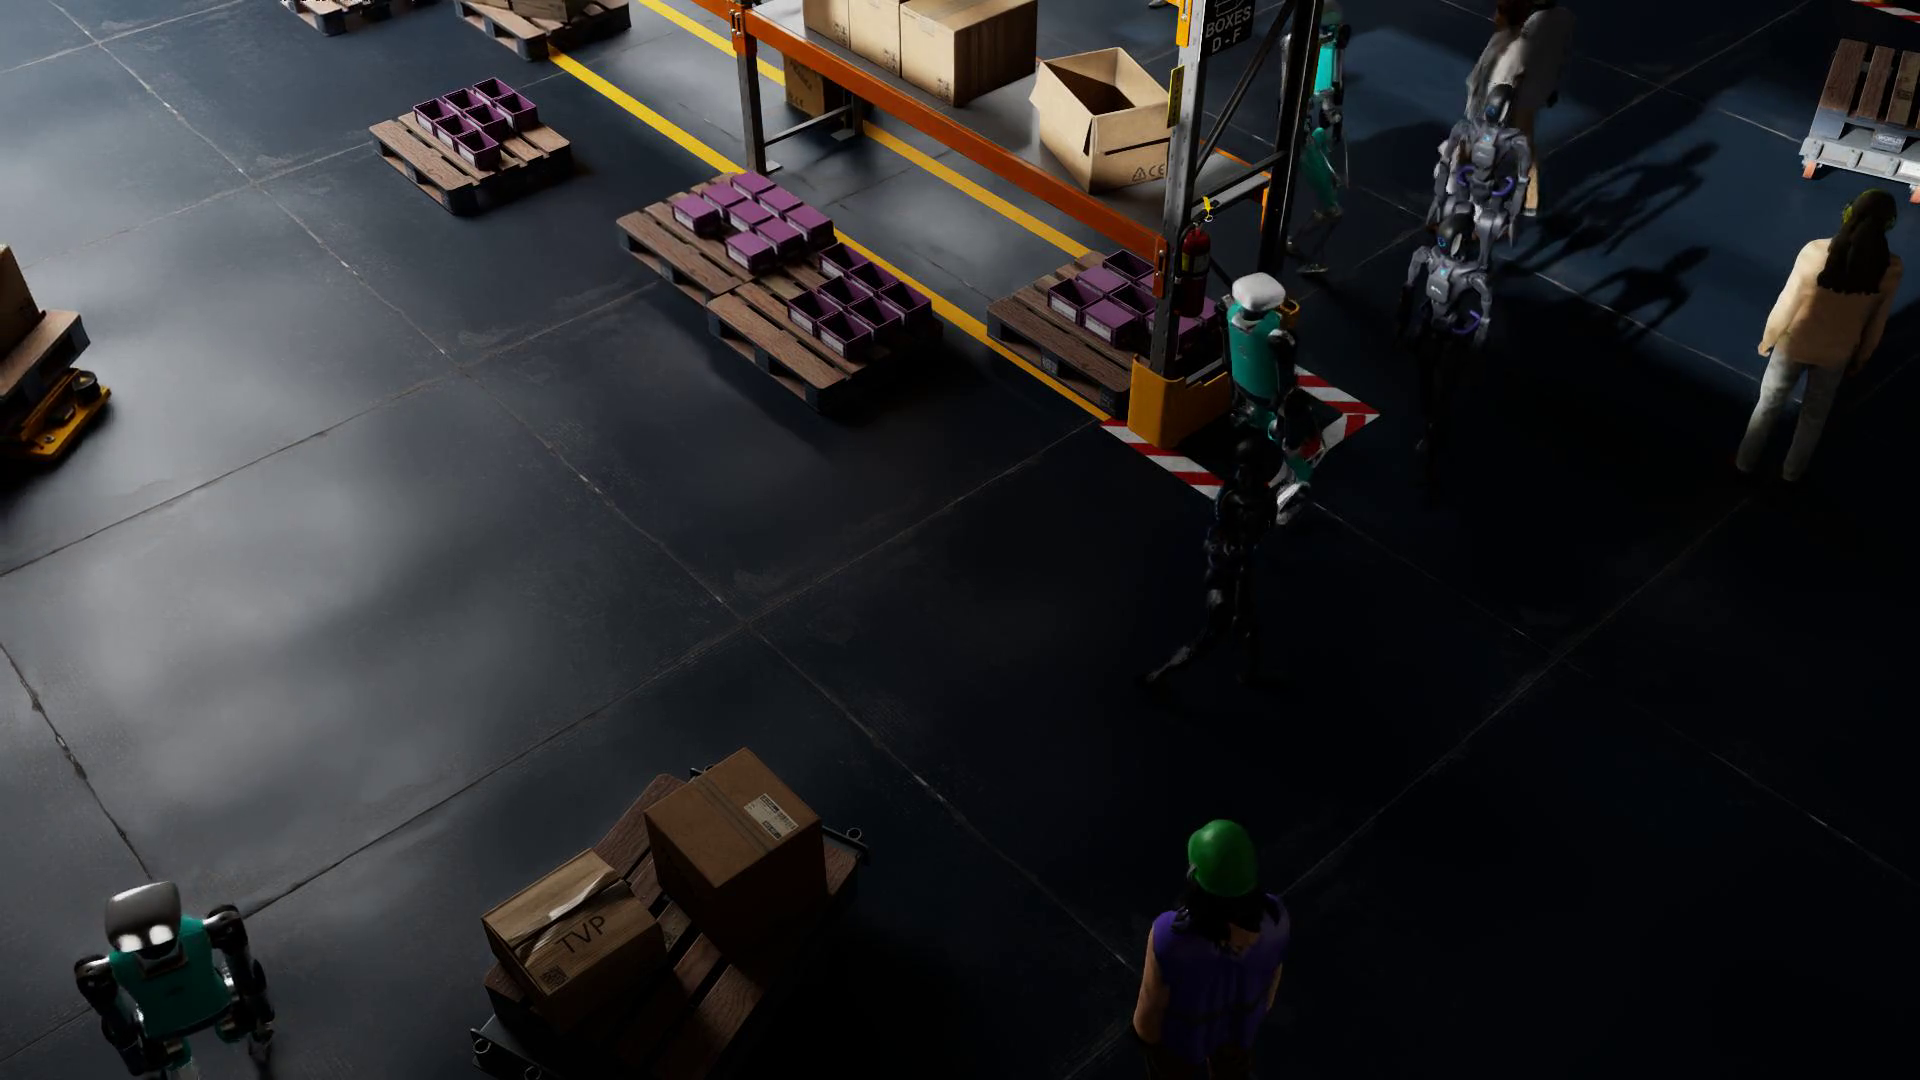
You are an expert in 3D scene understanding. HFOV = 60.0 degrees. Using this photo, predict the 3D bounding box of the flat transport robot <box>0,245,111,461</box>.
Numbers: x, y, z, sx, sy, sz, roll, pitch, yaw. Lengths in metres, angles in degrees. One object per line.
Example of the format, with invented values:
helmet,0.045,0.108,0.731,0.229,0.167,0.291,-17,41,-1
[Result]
flat transport robot,-5.941,-0.798,9.963,1.431,0.231,0.659,6,43,6

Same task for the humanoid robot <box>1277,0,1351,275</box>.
humanoid robot,2.405,-2.542,10.773,0.563,1.764,0.828,-24,48,-24

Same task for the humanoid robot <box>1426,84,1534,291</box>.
humanoid robot,3.272,-2.137,10.410,0.610,1.633,0.732,24,48,24

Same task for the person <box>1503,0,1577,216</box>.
person,3.825,-3.124,11.425,0.579,1.703,0.880,-29,50,-28

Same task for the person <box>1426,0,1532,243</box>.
person,3.424,-2.735,10.929,0.425,1.809,0.542,25,48,24

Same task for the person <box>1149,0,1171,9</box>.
person,1.721,-5.358,13.755,0.390,1.849,0.565,-18,46,-18

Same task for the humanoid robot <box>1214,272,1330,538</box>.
humanoid robot,1.724,-0.718,8.773,0.940,1.707,0.572,-24,48,-24

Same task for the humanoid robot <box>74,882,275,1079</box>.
humanoid robot,-2.866,1.688,6.228,0.568,1.832,0.909,-22,47,-22

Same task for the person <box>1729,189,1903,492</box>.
person,4.665,-1.055,9.057,0.565,1.875,0.391,14,45,15

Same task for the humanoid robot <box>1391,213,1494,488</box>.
humanoid robot,2.656,-1.083,9.251,0.645,1.628,0.609,-32,51,-30

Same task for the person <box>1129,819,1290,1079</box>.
person,0.884,1.697,6.023,0.544,1.928,0.423,-10,44,-11

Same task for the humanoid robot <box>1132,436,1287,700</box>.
humanoid robot,1.265,0.157,7.927,0.792,1.633,0.608,3,43,3
